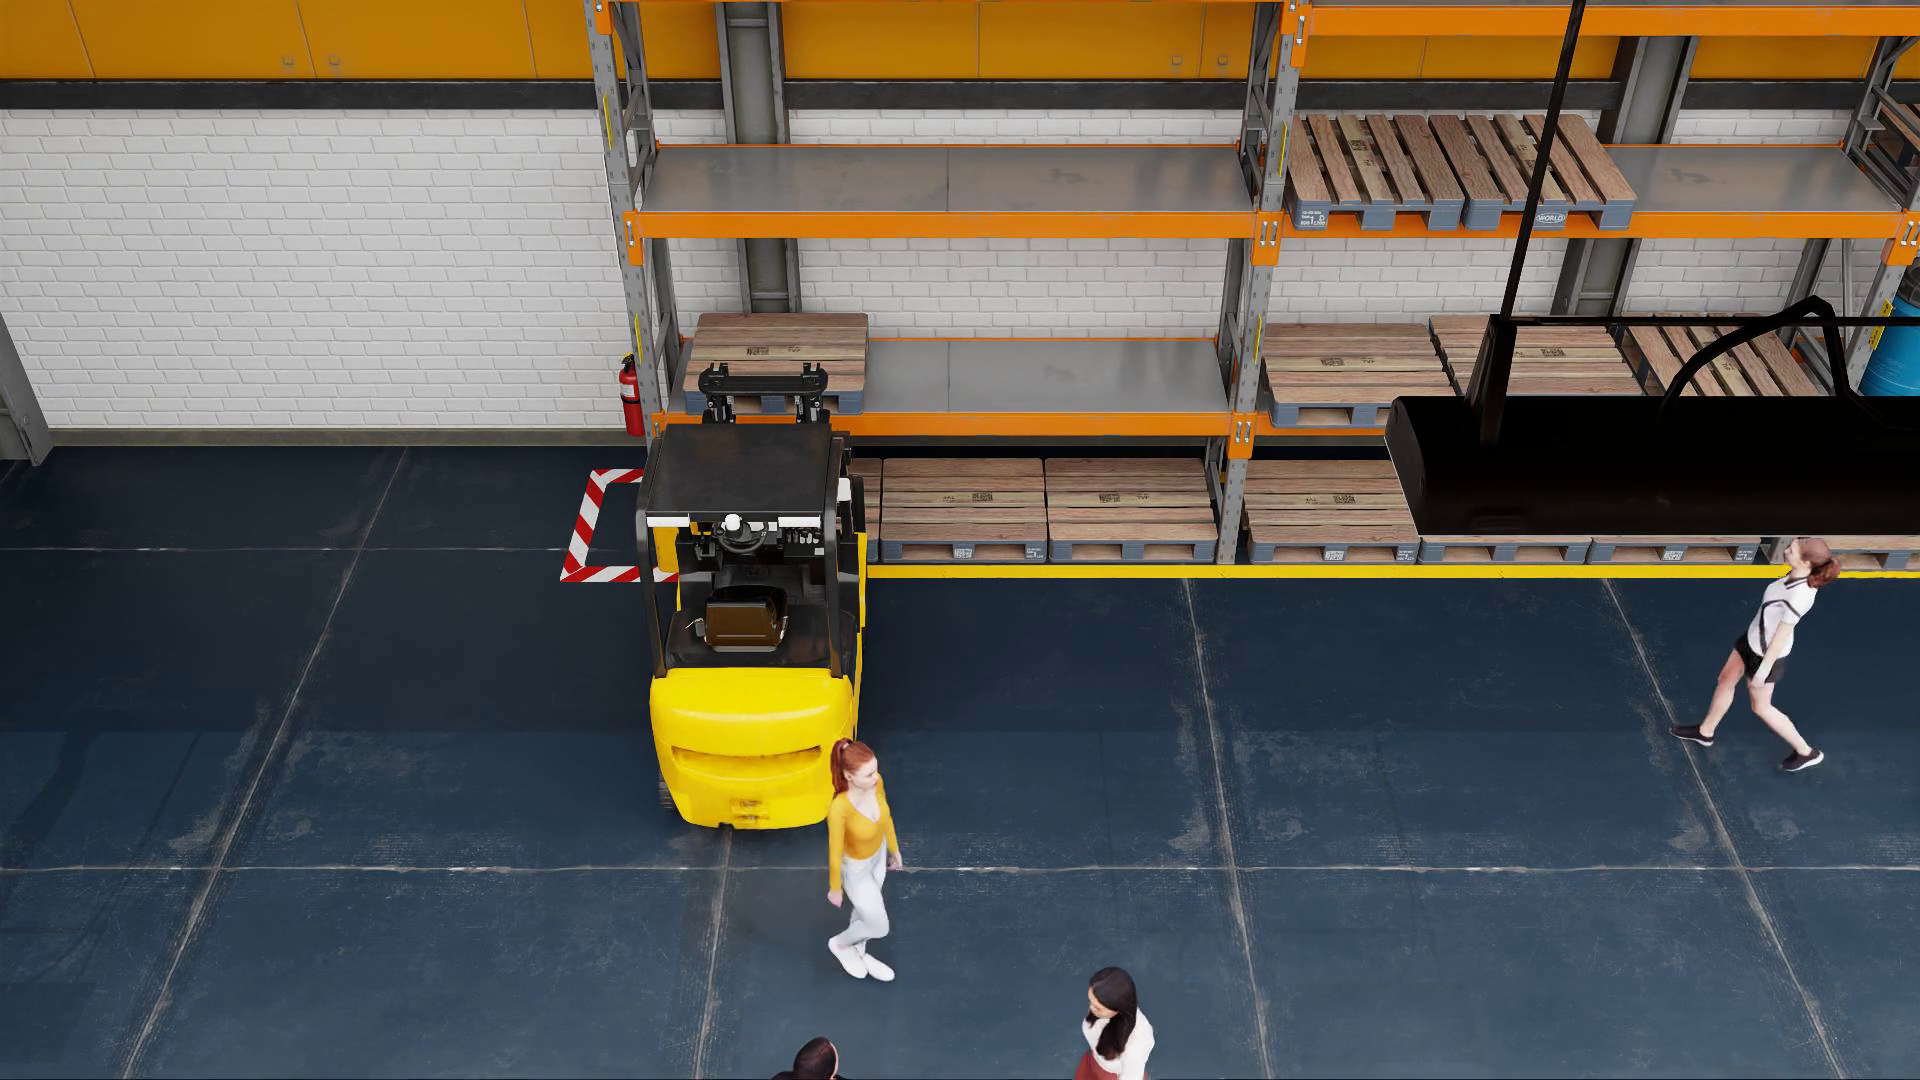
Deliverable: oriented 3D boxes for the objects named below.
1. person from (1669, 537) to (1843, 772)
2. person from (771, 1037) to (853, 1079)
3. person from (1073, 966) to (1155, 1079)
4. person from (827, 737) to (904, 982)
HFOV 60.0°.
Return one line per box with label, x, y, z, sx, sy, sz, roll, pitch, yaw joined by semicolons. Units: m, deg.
person;4.925;0.707;9.969;1.157;1.726;0.883;16;41;19
person;-0.599;2.787;7.338;0.724;1.759;0.829;19;42;22
person;0.778;2.490;7.730;0.724;1.734;0.703;-13;40;-15
person;-0.588;1.684;8.736;0.759;1.737;0.710;18;42;21
